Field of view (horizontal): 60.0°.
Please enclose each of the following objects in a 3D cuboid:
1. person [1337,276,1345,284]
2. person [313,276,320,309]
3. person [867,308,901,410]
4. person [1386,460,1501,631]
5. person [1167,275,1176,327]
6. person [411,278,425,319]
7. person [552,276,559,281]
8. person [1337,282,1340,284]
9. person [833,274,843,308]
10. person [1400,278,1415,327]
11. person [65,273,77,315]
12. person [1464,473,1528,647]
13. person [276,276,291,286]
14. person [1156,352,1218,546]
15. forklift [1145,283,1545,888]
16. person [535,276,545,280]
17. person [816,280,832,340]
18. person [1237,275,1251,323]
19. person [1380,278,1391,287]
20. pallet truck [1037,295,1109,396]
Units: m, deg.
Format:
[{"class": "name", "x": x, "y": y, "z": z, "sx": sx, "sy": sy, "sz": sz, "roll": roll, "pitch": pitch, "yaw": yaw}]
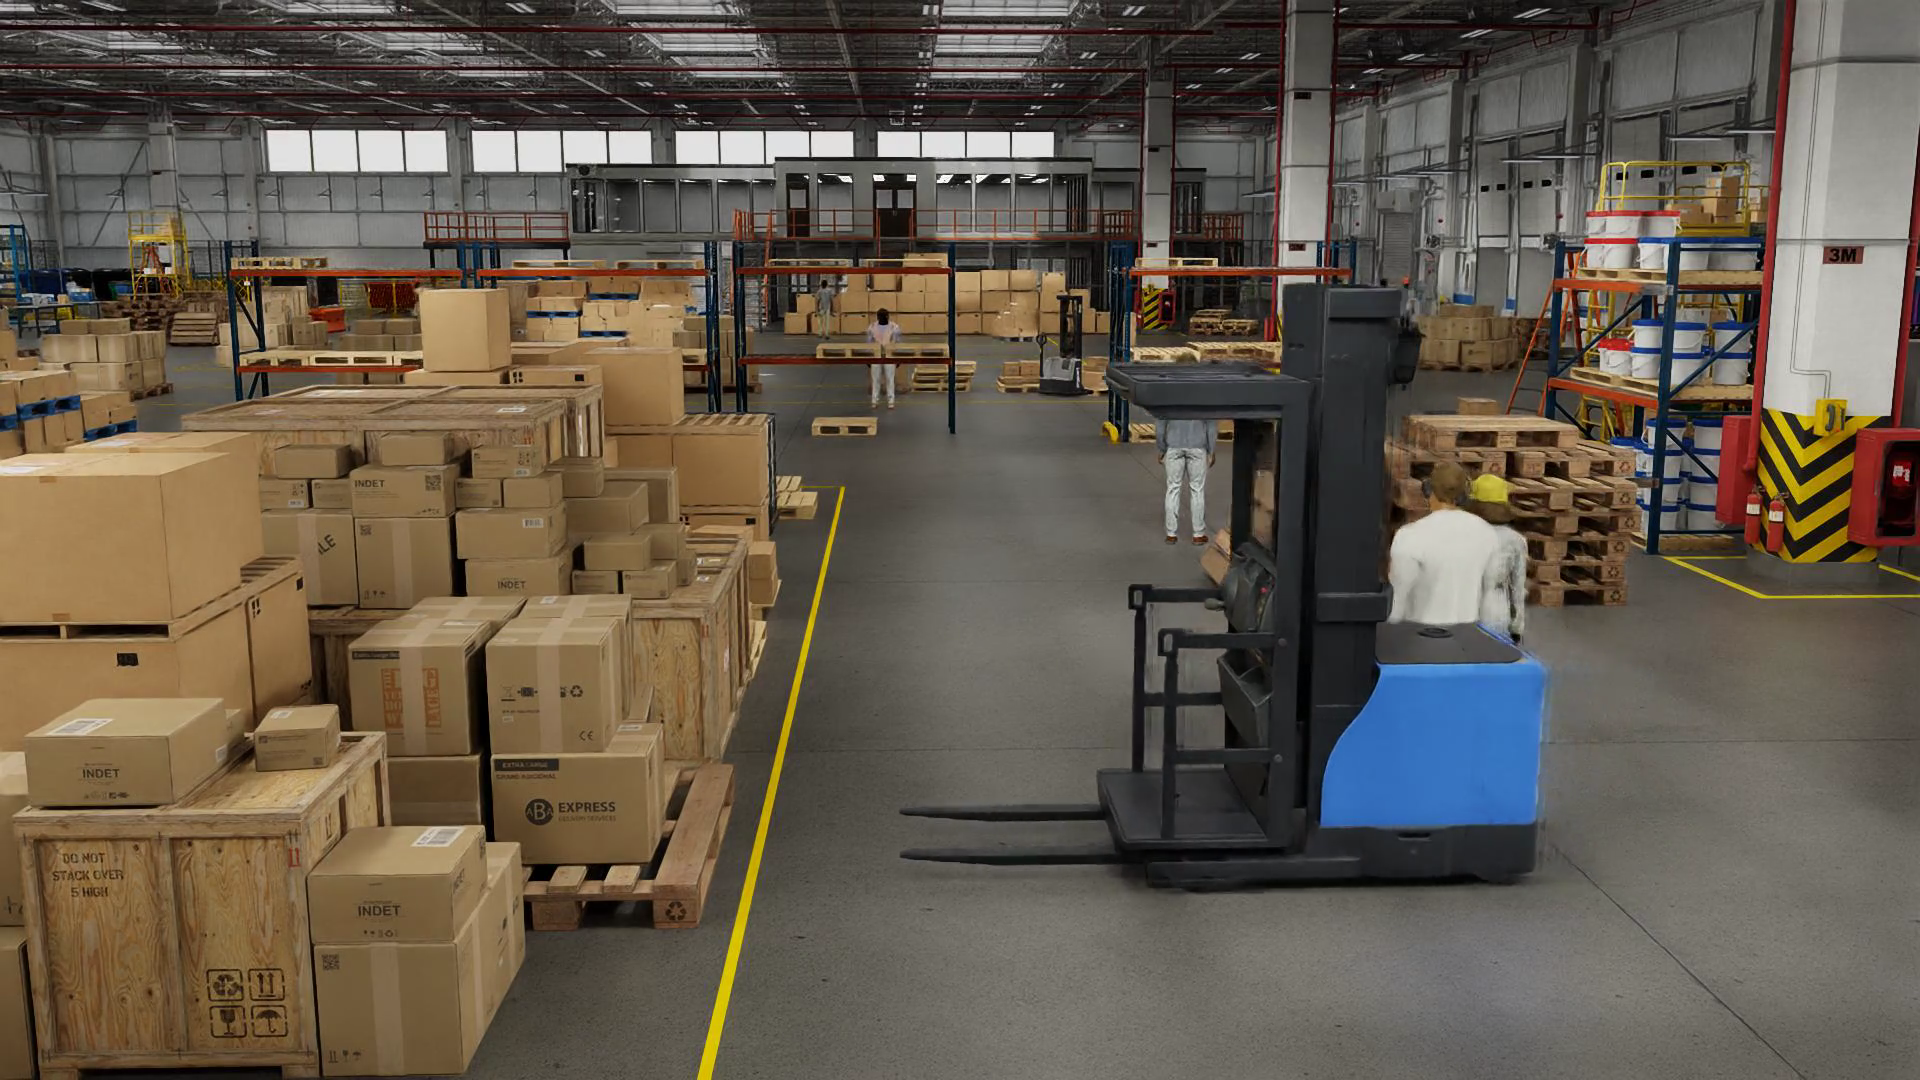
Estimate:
[{"class": "person", "x": 12.763, "y": -7.980, "z": 56.256, "sx": 0.957, "sy": 1.864, "sz": 0.601, "roll": 1, "pitch": 10, "yaw": 7}, {"class": "person", "x": -25.271, "y": -9.573, "z": 65.452, "sx": 0.346, "sy": 1.759, "sz": 0.521, "roll": -6, "pitch": 12, "yaw": -29}, {"class": "person", "x": -1.383, "y": -3.280, "z": 30.148, "sx": 0.624, "sy": 1.844, "sz": 0.430, "roll": 1, "pitch": 10, "yaw": 6}, {"class": "person", "x": 2.503, "y": 0.550, "z": 8.601, "sx": 0.650, "sy": 1.915, "sz": 0.495, "roll": -5, "pitch": 11, "yaw": -27}, {"class": "person", "x": 7.525, "y": -8.606, "z": 59.423, "sx": 0.408, "sy": 1.982, "sz": 0.616, "roll": 2, "pitch": 10, "yaw": 9}, {"class": "person", "x": -17.362, "y": -7.469, "z": 53.376, "sx": 0.564, "sy": 1.891, "sz": 0.985, "roll": 7, "pitch": 12, "yaw": 33}, {"class": "person", "x": -15.255, "y": -9.160, "z": 62.783, "sx": 0.640, "sy": 1.880, "sz": 0.908, "roll": -7, "pitch": 12, "yaw": -34}, {"class": "person", "x": 12.001, "y": -7.305, "z": 52.858, "sx": 0.523, "sy": 1.744, "sz": 0.539, "roll": 9, "pitch": 14, "yaw": 41}, {"class": "person", "x": -4.312, "y": -8.379, "z": 58.356, "sx": 0.596, "sy": 1.923, "sz": 0.630, "roll": -4, "pitch": 11, "yaw": -20}, {"class": "person", "x": 14.308, "y": -7.476, "z": 53.386, "sx": 0.557, "sy": 1.899, "sz": 0.971, "roll": 3, "pitch": 11, "yaw": 17}, {"class": "person", "x": -33.459, "y": -9.110, "z": 62.588, "sx": 0.560, "sy": 1.852, "sz": 0.392, "roll": 3, "pitch": 11, "yaw": 14}, {"class": "person", "x": 3.048, "y": 0.473, "z": 9.604, "sx": 0.497, "sy": 1.713, "sz": 0.822, "roll": -3, "pitch": 11, "yaw": -15}, {"class": "person", "x": -26.426, "y": -9.518, "z": 64.842, "sx": 0.617, "sy": 1.856, "sz": 0.731, "roll": 1, "pitch": 10, "yaw": 7}, {"class": "person", "x": 2.261, "y": -0.902, "z": 16.634, "sx": 0.631, "sy": 1.939, "sz": 0.372, "roll": 3, "pitch": 11, "yaw": 16}, {"class": "forklift", "x": 1.792, "y": 0.162, "z": 8.076, "sx": 1.873, "sy": 2.768, "sz": 1.129, "roll": 0, "pitch": 10, "yaw": -2}, {"class": "person", "x": -15.531, "y": -9.084, "z": 61.928, "sx": 0.537, "sy": 2.000, "sz": 0.678, "roll": -6, "pitch": 12, "yaw": -32}, {"class": "person", "x": -4.216, "y": -7.151, "z": 51.692, "sx": 0.529, "sy": 1.837, "sz": 0.818, "roll": -3, "pitch": 11, "yaw": -16}, {"class": "person", "x": 10.531, "y": -8.991, "z": 61.707, "sx": 0.449, "sy": 1.929, "sz": 0.621, "roll": -7, "pitch": 12, "yaw": -33}, {"class": "person", "x": 14.218, "y": -7.856, "z": 55.711, "sx": 0.637, "sy": 1.820, "sz": 0.552, "roll": 6, "pitch": 12, "yaw": 32}, {"class": "pallet truck", "x": 2.483, "y": -3.881, "z": 33.060, "sx": 1.885, "sy": 1.965, "sz": 0.823, "roll": -7, "pitch": 13, "yaw": -36}]
